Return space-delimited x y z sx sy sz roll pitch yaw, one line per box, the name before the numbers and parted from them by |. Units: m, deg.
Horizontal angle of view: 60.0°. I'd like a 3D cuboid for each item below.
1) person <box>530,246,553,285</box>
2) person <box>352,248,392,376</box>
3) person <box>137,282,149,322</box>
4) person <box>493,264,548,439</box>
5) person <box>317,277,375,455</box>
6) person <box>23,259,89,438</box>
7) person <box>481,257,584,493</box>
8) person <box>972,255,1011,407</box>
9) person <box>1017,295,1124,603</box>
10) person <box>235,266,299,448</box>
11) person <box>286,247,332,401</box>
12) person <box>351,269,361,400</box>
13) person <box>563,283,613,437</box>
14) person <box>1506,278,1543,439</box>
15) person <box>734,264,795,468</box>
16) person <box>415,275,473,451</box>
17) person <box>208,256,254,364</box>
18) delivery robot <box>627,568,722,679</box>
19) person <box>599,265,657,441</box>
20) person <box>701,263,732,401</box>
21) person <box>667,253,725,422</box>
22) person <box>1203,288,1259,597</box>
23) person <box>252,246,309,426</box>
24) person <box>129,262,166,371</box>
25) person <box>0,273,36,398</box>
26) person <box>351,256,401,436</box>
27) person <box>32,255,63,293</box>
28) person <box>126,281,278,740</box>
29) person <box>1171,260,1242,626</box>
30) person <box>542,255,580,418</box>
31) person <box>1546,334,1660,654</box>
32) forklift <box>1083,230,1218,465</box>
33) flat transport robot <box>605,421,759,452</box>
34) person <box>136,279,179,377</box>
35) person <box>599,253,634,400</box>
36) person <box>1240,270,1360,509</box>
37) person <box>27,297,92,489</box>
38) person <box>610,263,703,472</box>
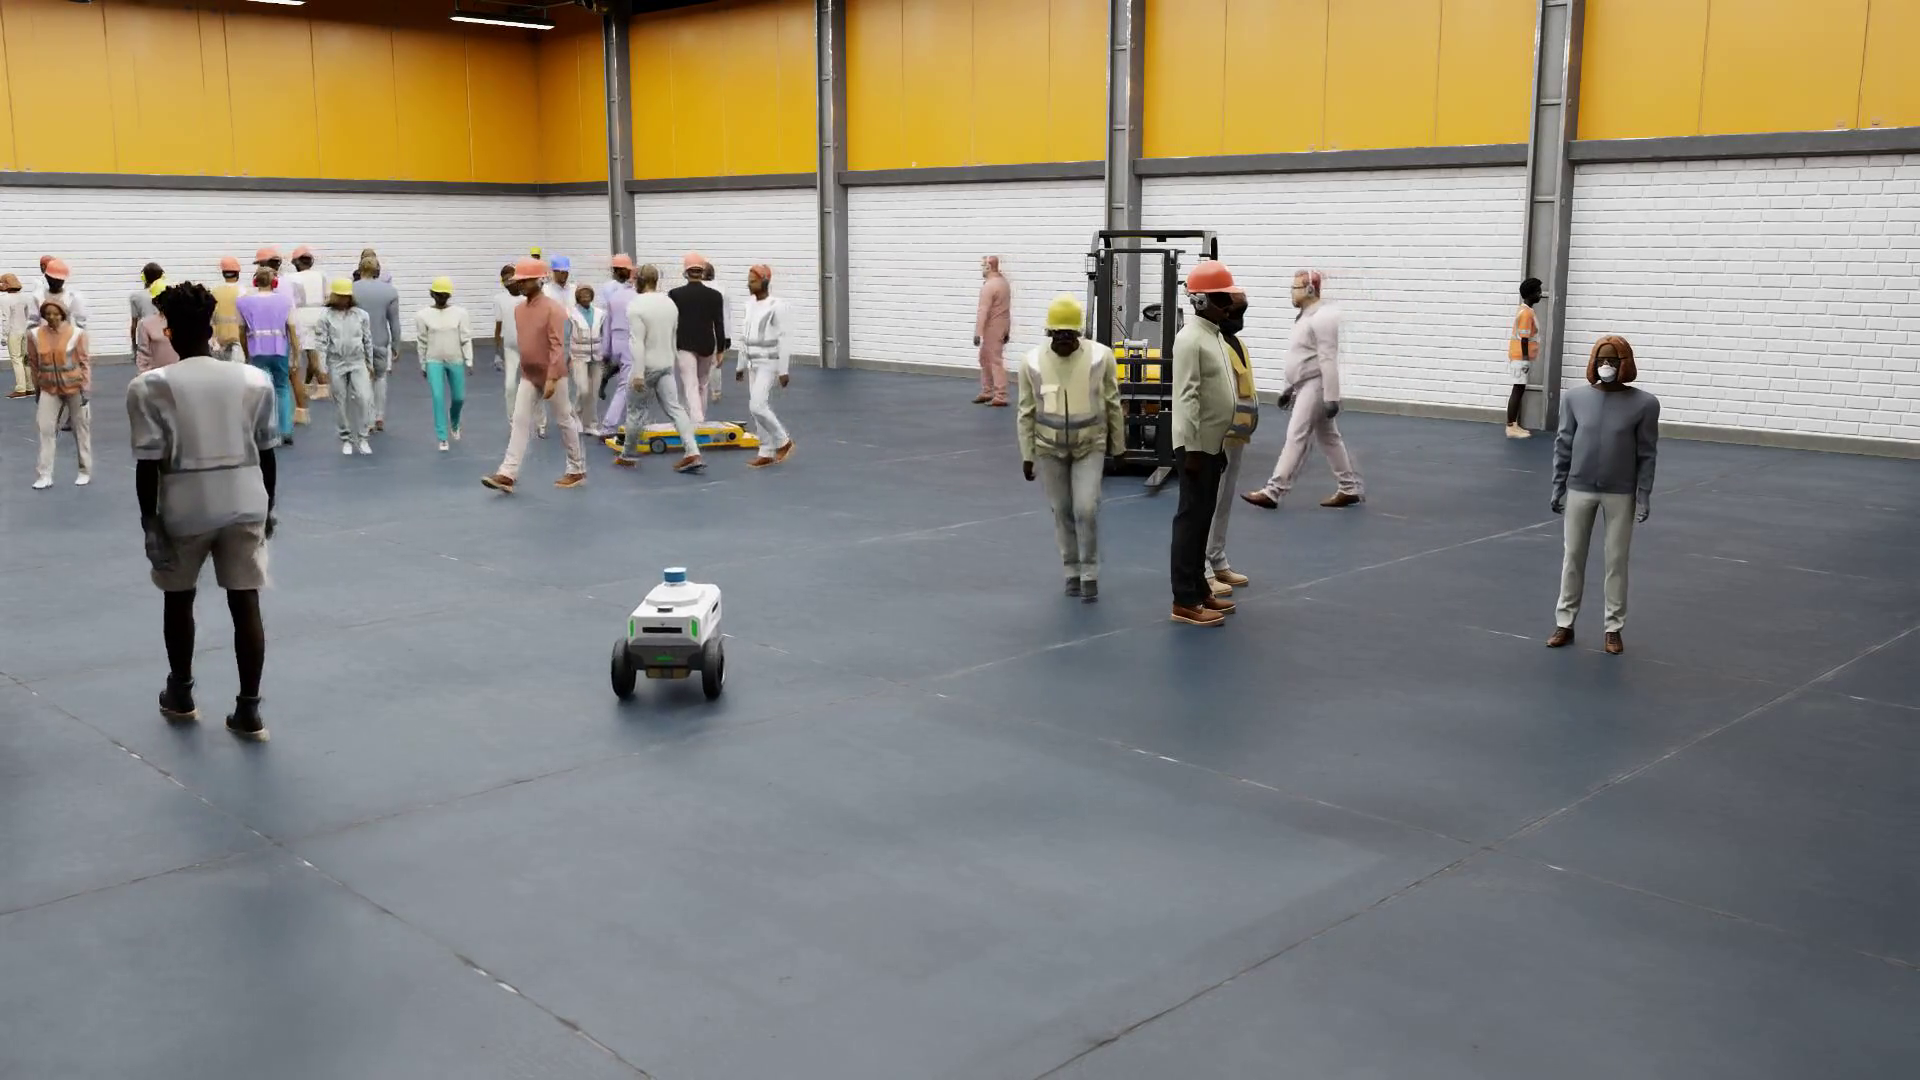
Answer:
person | -7.986 -4.583 31.442 0.587 1.927 0.362 -5 12 -27
person | -8.853 -3.424 25.099 0.355 1.936 0.635 9 14 41
person | -9.965 -2.456 20.634 0.312 1.640 0.512 4 11 22
person | -4.602 -1.944 17.332 0.518 1.829 0.587 -2 11 -10
person | -5.909 -1.659 16.047 0.508 1.719 0.709 -5 11 -24
person | -9.651 -2.057 17.819 0.610 1.880 0.997 0 10 -2
person | -3.527 -1.357 13.790 0.624 1.937 1.012 6 12 32
person | 0.314 -2.608 20.771 0.688 1.883 0.680 4 11 21
person | 0.634 -0.524 9.693 0.613 1.785 0.630 2 11 12
person | -6.989 -1.846 16.828 0.554 1.812 0.656 -5 11 -24
person | -8.500 -2.807 21.619 1.054 1.967 0.714 8 13 36
person | -7.681 -2.644 21.499 0.540 1.695 0.317 3 11 16
person | -3.934 -1.896 17.593 0.537 1.622 0.368 -9 14 -40
person | 5.948 -1.915 17.551 0.321 1.690 0.529 3 11 17
person | -1.834 -1.580 15.226 0.406 1.868 0.583 -7 13 -35
person | -5.184 -1.791 16.715 0.530 1.742 0.654 -5 11 -24
person | -8.463 -2.364 19.451 0.565 1.882 1.019 0 10 0
delivery robot | -1.347 0.376 7.894 0.477 0.478 0.707 0 10 1
person | -3.424 -1.921 17.214 0.713 1.846 1.007 9 14 41
person | -3.210 -2.606 21.058 0.647 1.786 1.003 -1 10 -5
person | -2.768 -2.012 17.375 0.614 1.948 1.017 -4 11 -21
person | 1.562 -0.595 9.951 0.429 1.835 0.637 6 12 28
person | -7.713 -2.265 18.591 0.902 2.001 0.622 3 11 14
person | -8.760 -2.094 18.126 0.521 1.844 0.647 -3 11 -15
person | -12.437 -2.686 21.904 0.284 1.633 0.497 1 10 5
person | -6.376 -2.089 17.893 0.657 1.900 0.786 -6 12 -30
person | -12.032 -2.822 21.989 0.376 1.873 0.656 1 10 3
person | -3.257 -0.133 7.170 0.607 1.936 0.851 -8 13 -36
person | 1.350 -0.536 9.195 0.380 1.995 0.611 4 11 21
person | -4.467 -2.266 18.871 0.639 1.898 0.971 -8 13 -37
person | 3.289 -0.234 8.526 0.499 1.634 0.279 6 12 30
forklift | 1.804 -1.825 15.677 1.214 2.155 2.313 2 11 13
flat transport robot | -2.778 -1.042 16.655 1.431 0.197 0.652 -4 11 -22
person | -7.044 -1.441 14.825 0.549 1.736 0.774 -2 11 -12
person | -4.304 -2.626 20.830 0.692 1.917 0.543 3 11 15
person | 2.710 -1.159 12.959 0.981 1.863 0.668 0 10 0
person | -7.582 -1.229 14.008 0.518 1.611 0.707 -2 11 -9
person | -2.742 -1.542 14.982 1.040 1.893 0.641 7 13 34
